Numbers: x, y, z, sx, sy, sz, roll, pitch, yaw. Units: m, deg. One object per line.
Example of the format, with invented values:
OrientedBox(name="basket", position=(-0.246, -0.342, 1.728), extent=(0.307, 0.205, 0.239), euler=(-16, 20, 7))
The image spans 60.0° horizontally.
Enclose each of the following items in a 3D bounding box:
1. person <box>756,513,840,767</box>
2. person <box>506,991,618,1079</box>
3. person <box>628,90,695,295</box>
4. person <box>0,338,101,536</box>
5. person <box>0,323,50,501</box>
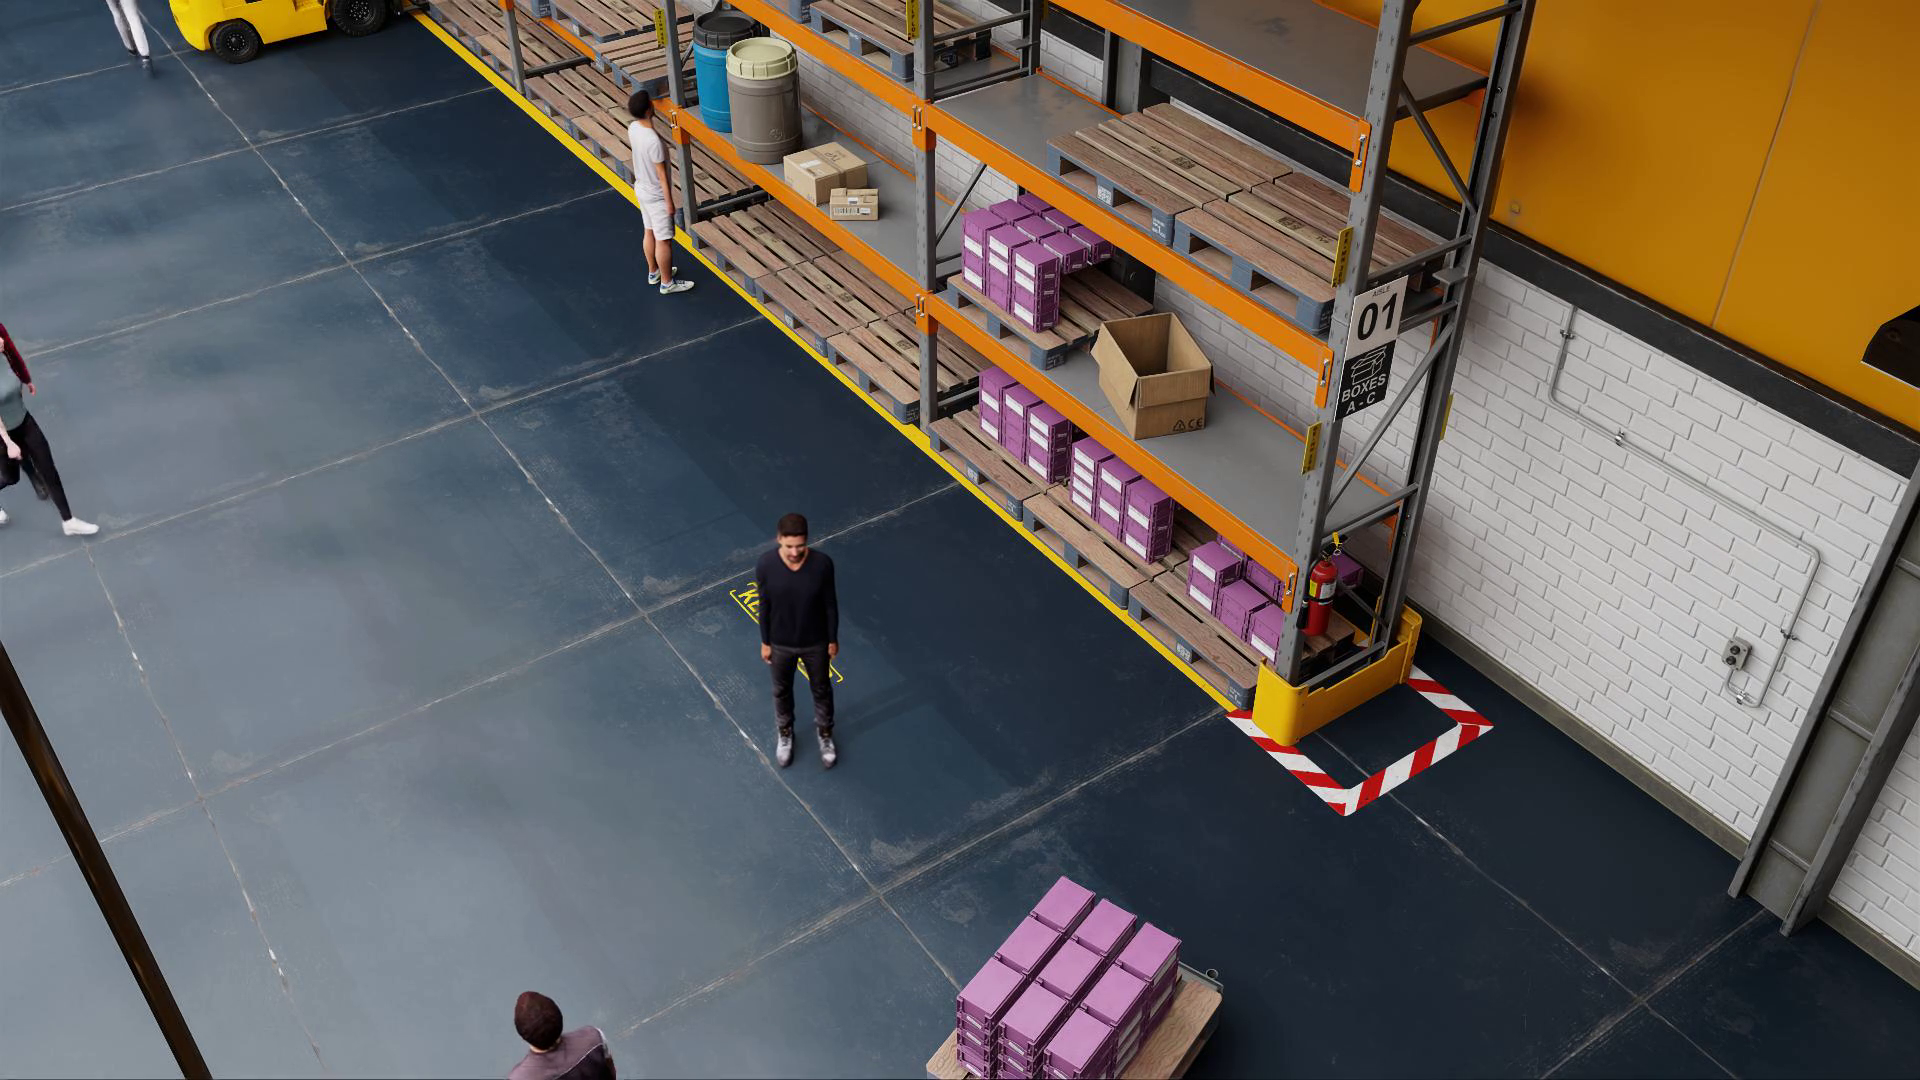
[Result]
OrientedBox(name="person", position=(-0.966, 0.576, 9.956), extent=(0.721, 1.867, 0.740), euler=(-2, 39, -2))
OrientedBox(name="person", position=(-1.653, 2.676, 7.367), extent=(0.702, 1.817, 1.152), euler=(-20, 43, -23))
OrientedBox(name="person", position=(-2.669, -3.035, 14.485), extent=(0.733, 1.857, 0.490), euler=(-23, 44, -26))
OrientedBox(name="person", position=(-6.756, -0.742, 11.734), extent=(1.160, 1.708, 1.086), euler=(8, 39, 10))
OrientedBox(name="person", position=(-7.138, -1.134, 12.291), extent=(0.993, 1.625, 0.712), euler=(31, 48, 33))
